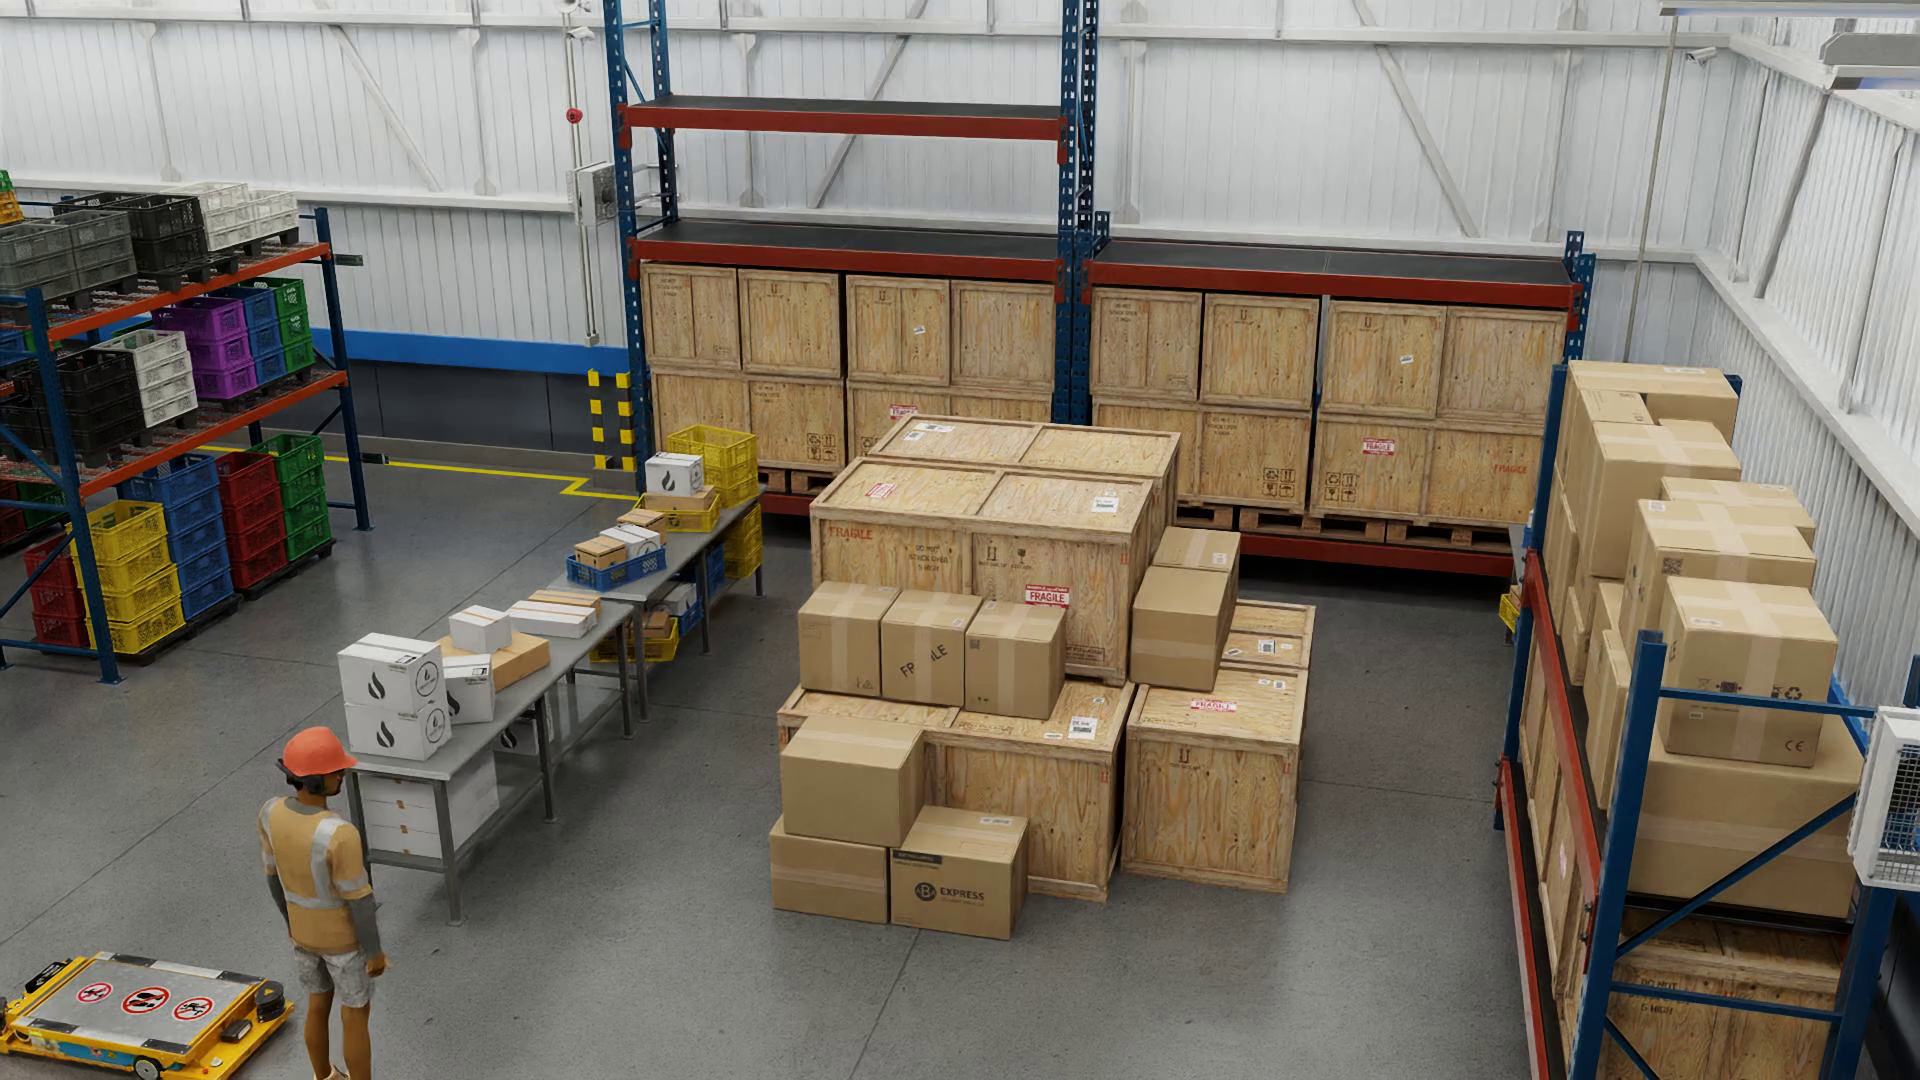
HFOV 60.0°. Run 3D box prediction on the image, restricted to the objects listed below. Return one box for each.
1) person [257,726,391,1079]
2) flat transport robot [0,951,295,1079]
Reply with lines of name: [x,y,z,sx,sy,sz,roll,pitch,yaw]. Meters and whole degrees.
person: [-2.939,1.814,7.821,0.610,2.039,0.387,11,24,27]
flat transport robot: [-4.270,2.464,8.601,1.431,0.231,0.659,5,22,13]
